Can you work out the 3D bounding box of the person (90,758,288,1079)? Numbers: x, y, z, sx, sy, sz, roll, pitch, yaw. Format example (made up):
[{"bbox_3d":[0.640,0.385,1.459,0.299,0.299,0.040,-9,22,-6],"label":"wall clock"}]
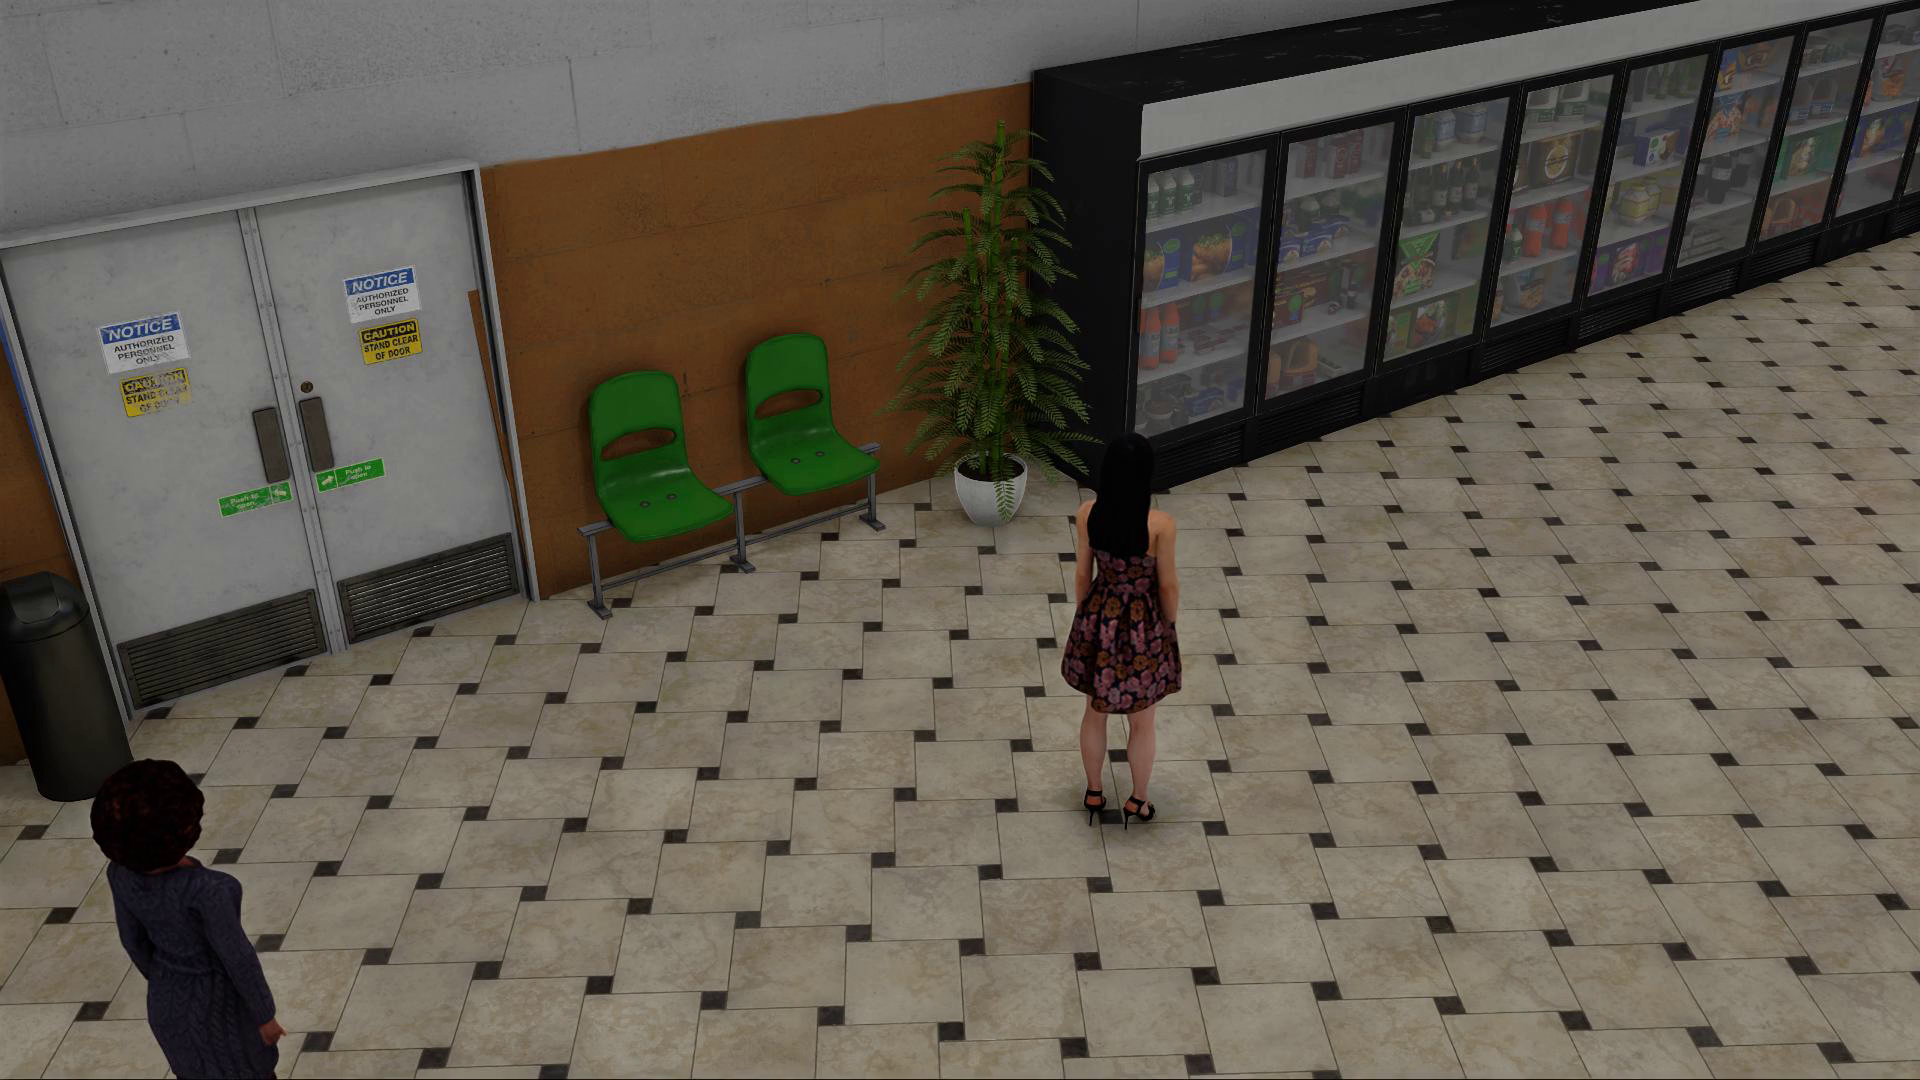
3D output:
[{"bbox_3d":[-2.208,1.381,4.868,0.619,1.710,0.717,10,30,18],"label":"person"}]

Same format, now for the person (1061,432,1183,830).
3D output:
[{"bbox_3d":[0.649,0.384,6.628,0.779,1.773,0.858,11,31,20],"label":"person"}]
